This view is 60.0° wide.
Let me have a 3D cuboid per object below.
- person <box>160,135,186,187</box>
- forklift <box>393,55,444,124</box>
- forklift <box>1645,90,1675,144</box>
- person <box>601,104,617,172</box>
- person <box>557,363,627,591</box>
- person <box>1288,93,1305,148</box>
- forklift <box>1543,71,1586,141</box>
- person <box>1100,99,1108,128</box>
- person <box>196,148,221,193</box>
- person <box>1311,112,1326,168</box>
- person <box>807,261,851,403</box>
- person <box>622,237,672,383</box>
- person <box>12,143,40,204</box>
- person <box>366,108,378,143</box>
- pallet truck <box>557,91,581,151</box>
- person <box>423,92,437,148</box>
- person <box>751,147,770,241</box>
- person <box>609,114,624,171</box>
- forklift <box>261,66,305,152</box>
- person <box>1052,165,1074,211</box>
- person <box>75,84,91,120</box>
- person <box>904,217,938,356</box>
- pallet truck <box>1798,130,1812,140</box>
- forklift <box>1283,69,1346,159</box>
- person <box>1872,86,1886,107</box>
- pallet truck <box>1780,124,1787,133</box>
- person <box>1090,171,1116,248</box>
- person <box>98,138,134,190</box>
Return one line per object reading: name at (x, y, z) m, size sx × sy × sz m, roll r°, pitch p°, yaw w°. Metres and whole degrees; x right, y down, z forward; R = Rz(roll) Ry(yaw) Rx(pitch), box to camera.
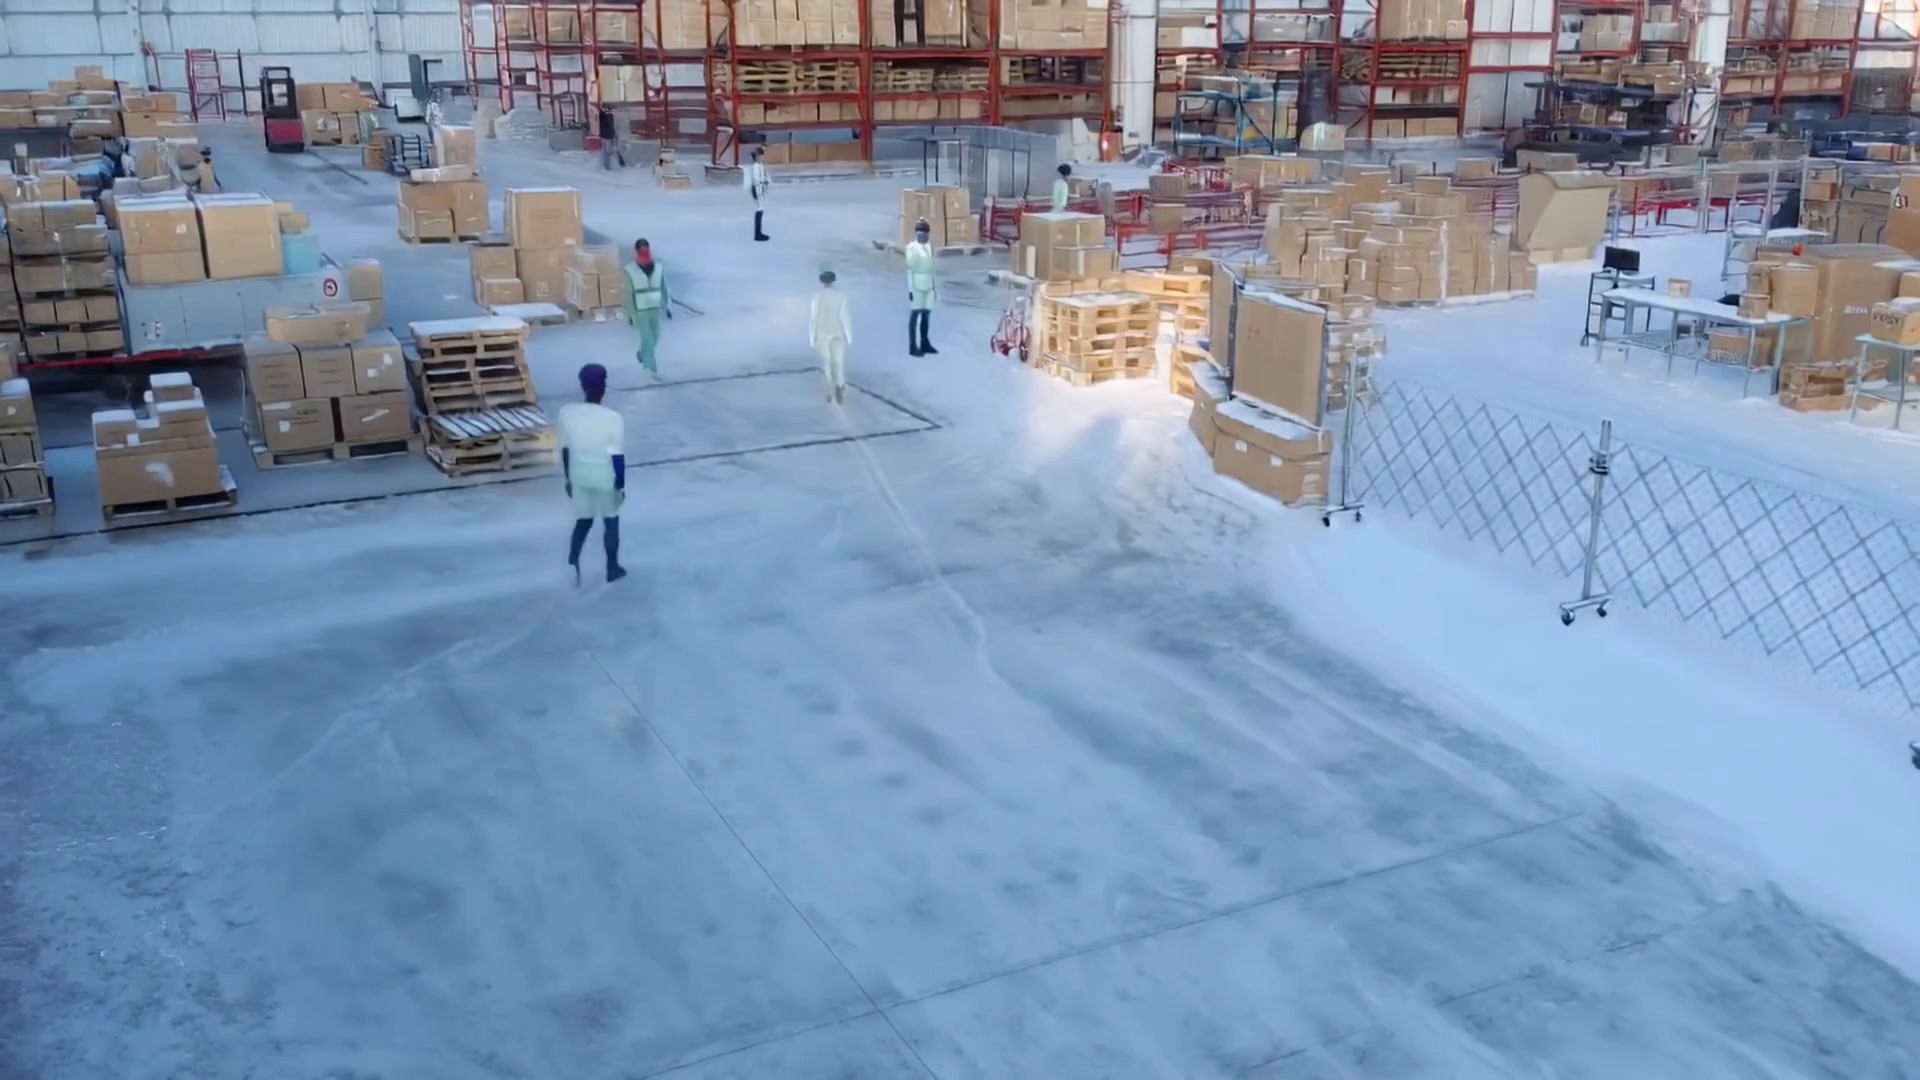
person at (-20.479, -9.657, 42.997) m, size 0.889 × 1.587 × 0.534 m, roll -9°, pitch 20°, yaw -27°
forklift at (-22.923, -19.034, 70.174) m, size 1.873 × 2.768 × 1.129 m, roll -9°, pitch 20°, yaw -26°
forklift at (23.894, -14.796, 56.962) m, size 1.873 × 2.768 × 1.129 m, roll -9°, pitch 20°, yaw -26°
person at (-10.520, -12.007, 49.691) m, size 0.378 × 1.996 × 0.610 m, roll -7°, pitch 19°, yaw -21°
person at (-3.086, -0.506, 13.913) m, size 0.625 × 1.950 × 0.698 m, roll 5°, pitch 18°, yaw 14°
person at (12.034, -14.699, 58.282) m, size 1.028 × 1.869 × 0.552 m, roll -7°, pitch 19°, yaw -21°
forklift at (18.685, -13.231, 52.085) m, size 1.873 × 2.768 × 1.129 m, roll -9°, pitch 20°, yaw -26°
person at (5.368, -15.548, 61.017) m, size 0.656 × 1.815 × 0.727 m, roll -12°, pitch 22°, yaw -34°
person at (-16.264, -7.545, 36.009) m, size 0.487 × 1.856 × 0.559 m, roll 9°, pitch 20°, yaw 26°
person at (10.933, -12.237, 50.928) m, size 0.752 × 1.661 × 0.546 m, roll 14°, pitch 22°, yaw 37°
person at (-1.627, -2.580, 20.676) m, size 0.544 × 1.754 × 0.364 m, roll -3°, pitch 18°, yaw -9°
person at (-4.166, -3.072, 22.015) m, size 0.595 × 1.891 × 0.821 m, roll -15°, pitch 23°, yaw -39°
person at (-20.773, -7.884, 37.019) m, size 0.579 × 1.884 × 0.352 m, roll 1°, pitch 18°, yaw 2°
person at (-19.339, -13.391, 54.652) m, size 0.855 × 1.604 × 0.516 m, roll 4°, pitch 18°, yaw 13°
pallet truck at (-13.495, -14.412, 57.188) m, size 0.823 × 1.965 × 1.885 m, roll -3°, pitch 18°, yaw -9°
person at (-18.618, -14.782, 58.484) m, size 0.391 × 1.912 × 0.589 m, roll -11°, pitch 21°, yaw -32°
person at (-4.213, -7.283, 35.060) m, size 0.358 × 1.938 × 0.542 m, roll -3°, pitch 18°, yaw -9°
person at (-10.400, -11.939, 49.993) m, size 0.559 × 1.663 × 0.572 m, roll -5°, pitch 18°, yaw -15°
forklift at (-23.240, -14.778, 56.907) m, size 1.129 × 2.768 × 1.873 m, roll -9°, pitch 20°, yaw -26°
person at (2.062, -6.509, 32.897) m, size 0.921 × 1.785 × 0.603 m, roll -4°, pitch 18°, yaw -12°
person at (-33.716, -16.578, 64.073) m, size 0.578 × 1.908 × 0.808 m, roll 14°, pitch 22°, yaw 36°
person at (-0.532, -3.583, 23.524) m, size 0.355 × 1.939 × 0.543 m, roll 14°, pitch 22°, yaw 37°
pallet truck at (25.526, -11.556, 49.408) m, size 1.630 × 1.274 × 0.653 m, roll -9°, pitch 20°, yaw -26°
forklift at (11.615, -13.871, 54.079) m, size 1.129 × 2.768 × 1.873 m, roll -9°, pitch 20°, yaw -27°
person at (36.133, -16.956, 65.495) m, size 0.364 × 1.754 × 0.545 m, roll -10°, pitch 20°, yaw -28°
pallet truck at (25.206, -12.542, 52.601) m, size 1.601 × 1.201 × 0.680 m, roll 0°, pitch 18°, yaw -2°
person at (2.936, -6.695, 33.799) m, size 0.871 × 1.589 × 0.502 m, roll -9°, pitch 20°, yaw -26°
person at (-18.453, -7.772, 36.417) m, size 0.683 × 2.000 × 0.536 m, roll -15°, pitch 23°, yaw -40°
